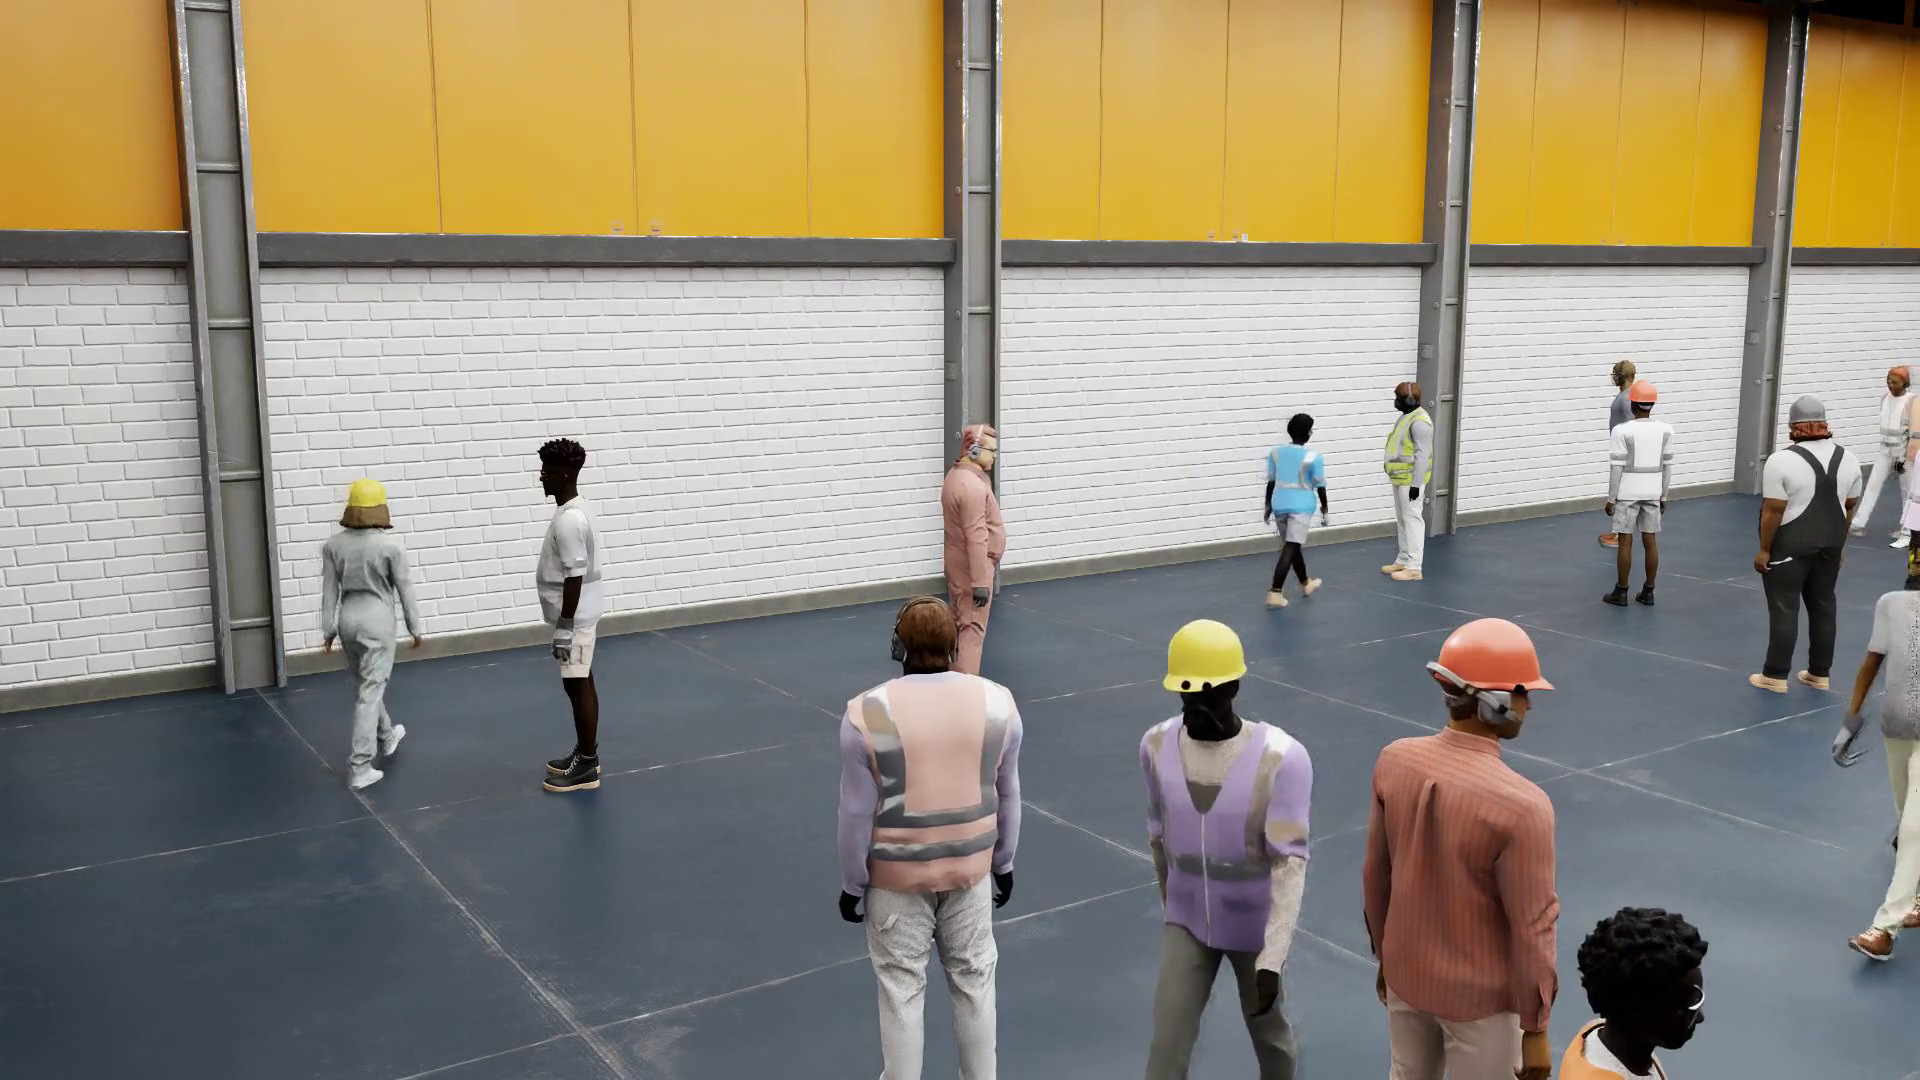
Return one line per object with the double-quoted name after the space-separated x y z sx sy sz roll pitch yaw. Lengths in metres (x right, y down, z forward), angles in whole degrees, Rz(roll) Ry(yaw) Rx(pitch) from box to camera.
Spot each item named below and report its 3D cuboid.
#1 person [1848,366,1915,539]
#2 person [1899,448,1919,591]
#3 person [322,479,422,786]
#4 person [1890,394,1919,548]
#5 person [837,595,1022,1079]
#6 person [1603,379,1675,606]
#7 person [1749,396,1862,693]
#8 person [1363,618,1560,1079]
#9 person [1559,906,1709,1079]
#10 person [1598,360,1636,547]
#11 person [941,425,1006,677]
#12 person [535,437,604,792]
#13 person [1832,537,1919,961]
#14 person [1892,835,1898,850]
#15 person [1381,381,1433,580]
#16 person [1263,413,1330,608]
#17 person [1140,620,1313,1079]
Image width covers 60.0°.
9.802 -0.907 17.555 0.904 1.843 0.577 -3 10 -17 "person"
7.134 -0.057 12.219 0.391 1.920 0.587 3 10 19 "person"
-3.346 0.497 9.538 0.509 1.695 0.881 2 10 9 "person"
9.842 -0.843 16.918 0.362 1.930 0.587 -6 11 -33 "person"
-0.109 1.093 5.524 0.634 1.841 0.429 -3 10 -19 "person"
5.774 -0.394 14.193 0.545 1.938 0.361 -1 9 -5 "person"
5.726 0.020 11.387 0.683 2.000 0.536 -2 10 -9 "person"
1.356 1.190 4.481 0.395 1.990 0.619 -5 11 -29 "person"
1.279 1.534 3.295 0.317 1.696 0.540 4 10 20 "person"
6.847 -0.887 17.170 0.378 1.937 0.629 3 10 20 "person"
0.098 0.211 10.664 0.402 1.898 0.652 -2 10 -11 "person"
-2.172 0.409 9.270 0.367 1.966 0.607 -1 10 -8 "person"
4.049 0.847 7.079 0.941 1.820 0.517 -6 11 -31 "person"
4.665 0.744 7.570 0.557 1.880 1.022 -2 10 -13 "person"
4.144 -0.551 15.430 0.429 1.839 0.634 0 9 1 "person"
2.903 -0.259 14.231 0.884 1.639 0.544 -9 13 -42 "person"
0.789 1.157 5.065 0.595 1.868 1.020 6 11 32 "person"
